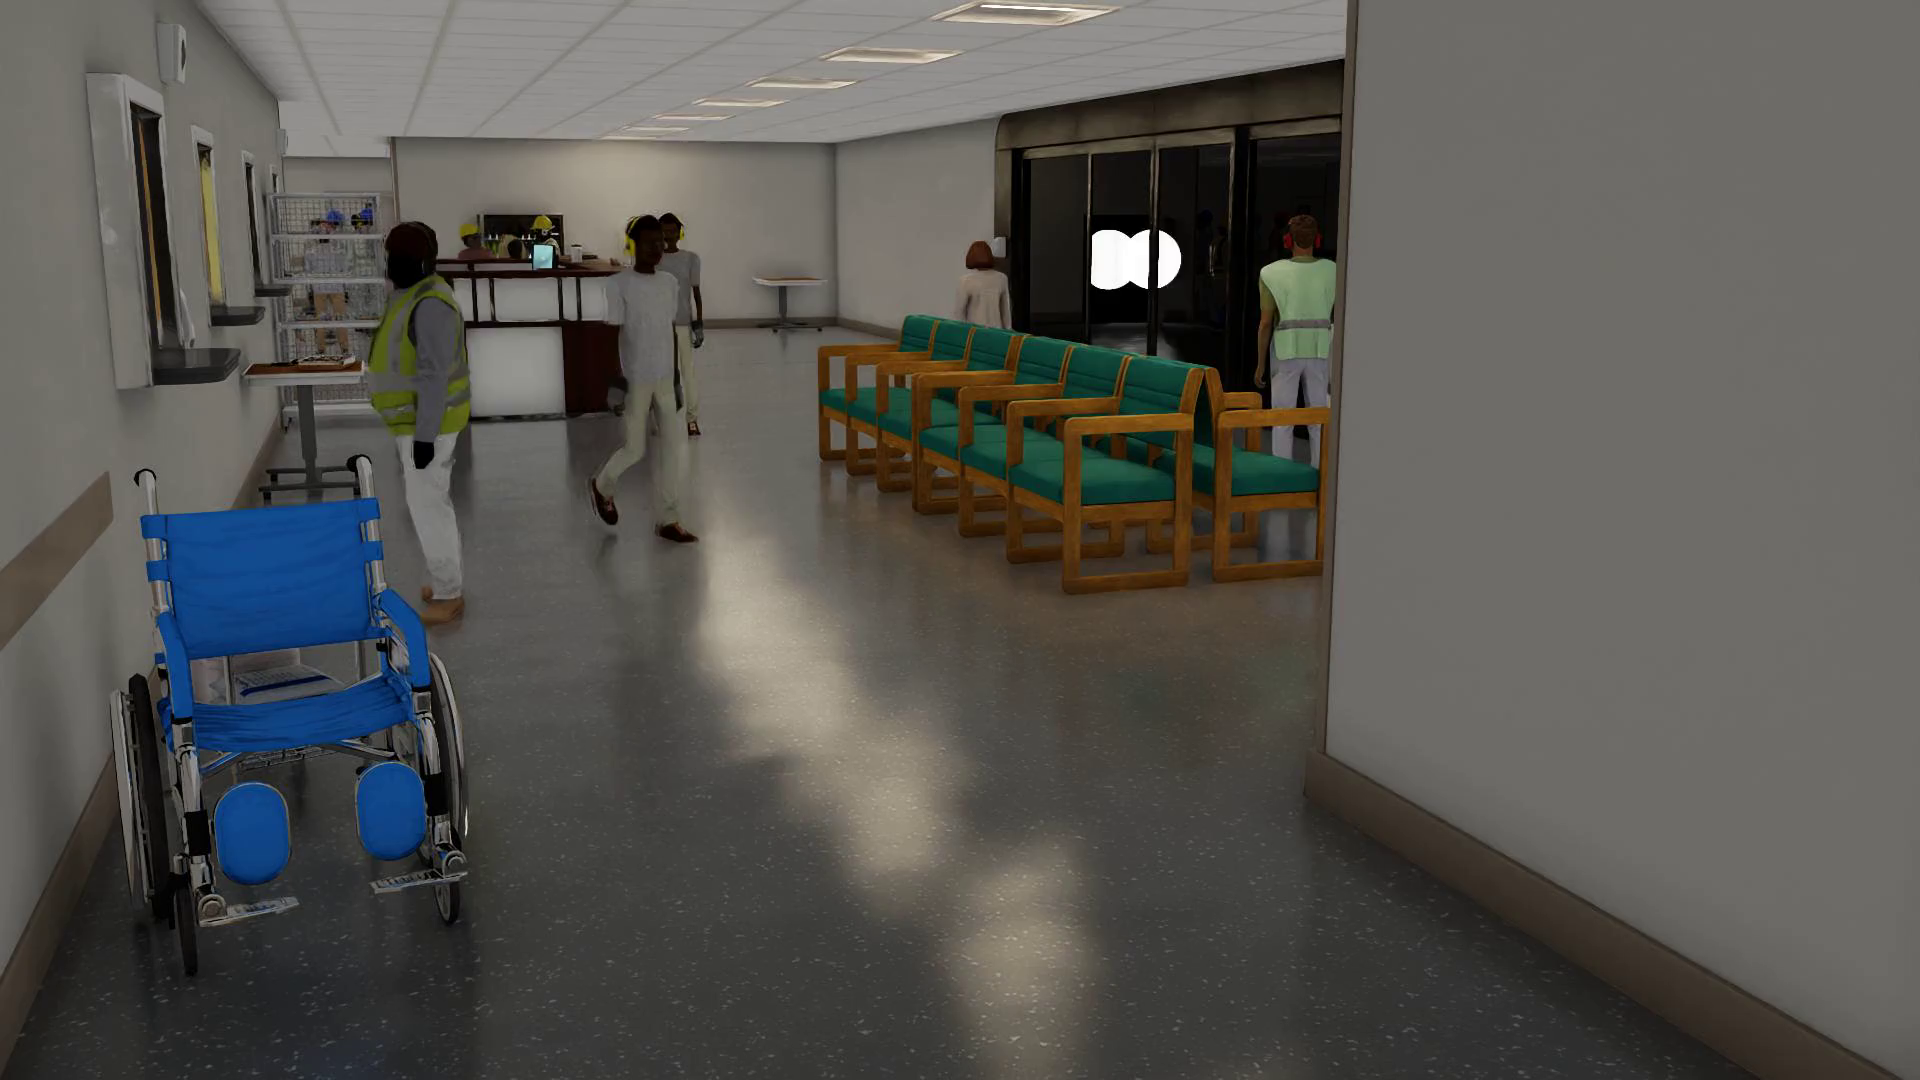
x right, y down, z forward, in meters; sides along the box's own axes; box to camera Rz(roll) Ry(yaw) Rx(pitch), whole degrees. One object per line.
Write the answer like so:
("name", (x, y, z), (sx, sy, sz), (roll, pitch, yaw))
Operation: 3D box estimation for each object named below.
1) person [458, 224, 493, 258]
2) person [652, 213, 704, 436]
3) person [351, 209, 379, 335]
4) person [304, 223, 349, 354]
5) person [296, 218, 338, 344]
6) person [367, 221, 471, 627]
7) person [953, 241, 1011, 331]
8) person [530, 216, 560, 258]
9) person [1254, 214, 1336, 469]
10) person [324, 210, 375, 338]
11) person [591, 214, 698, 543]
("person", (-6.069, -3.131, 21.125), (0.671, 1.727, 0.398), (4, 12, 19))
("person", (-2.395, -1.788, 13.904), (0.505, 1.861, 0.330), (0, 11, -2))
("person", (-9.131, -4.144, 25.751), (0.602, 1.947, 0.391), (6, 13, 29))
("person", (-8.456, -3.357, 22.240), (0.563, 1.742, 0.360), (-4, 12, -22))
("person", (-9.330, -3.707, 23.859), (0.675, 1.818, 0.540), (-3, 11, -13))
("person", (-2.454, -0.523, 7.547), (0.431, 1.813, 0.759), (-5, 12, -25))
("person", (0.151, -1.781, 14.458), (0.531, 1.610, 0.586), (-7, 13, -31))
("person", (-5.462, -3.350, 21.969), (0.404, 1.830, 0.601), (-5, 12, -23))
("person", (2.155, -1.124, 10.524), (0.571, 1.840, 0.373), (-1, 11, -4))
("person", (-9.261, -3.989, 25.042), (0.867, 1.922, 0.623), (0, 11, 2))
("person", (-1.820, -0.918, 9.466), (0.765, 1.848, 0.523), (10, 15, 42))
